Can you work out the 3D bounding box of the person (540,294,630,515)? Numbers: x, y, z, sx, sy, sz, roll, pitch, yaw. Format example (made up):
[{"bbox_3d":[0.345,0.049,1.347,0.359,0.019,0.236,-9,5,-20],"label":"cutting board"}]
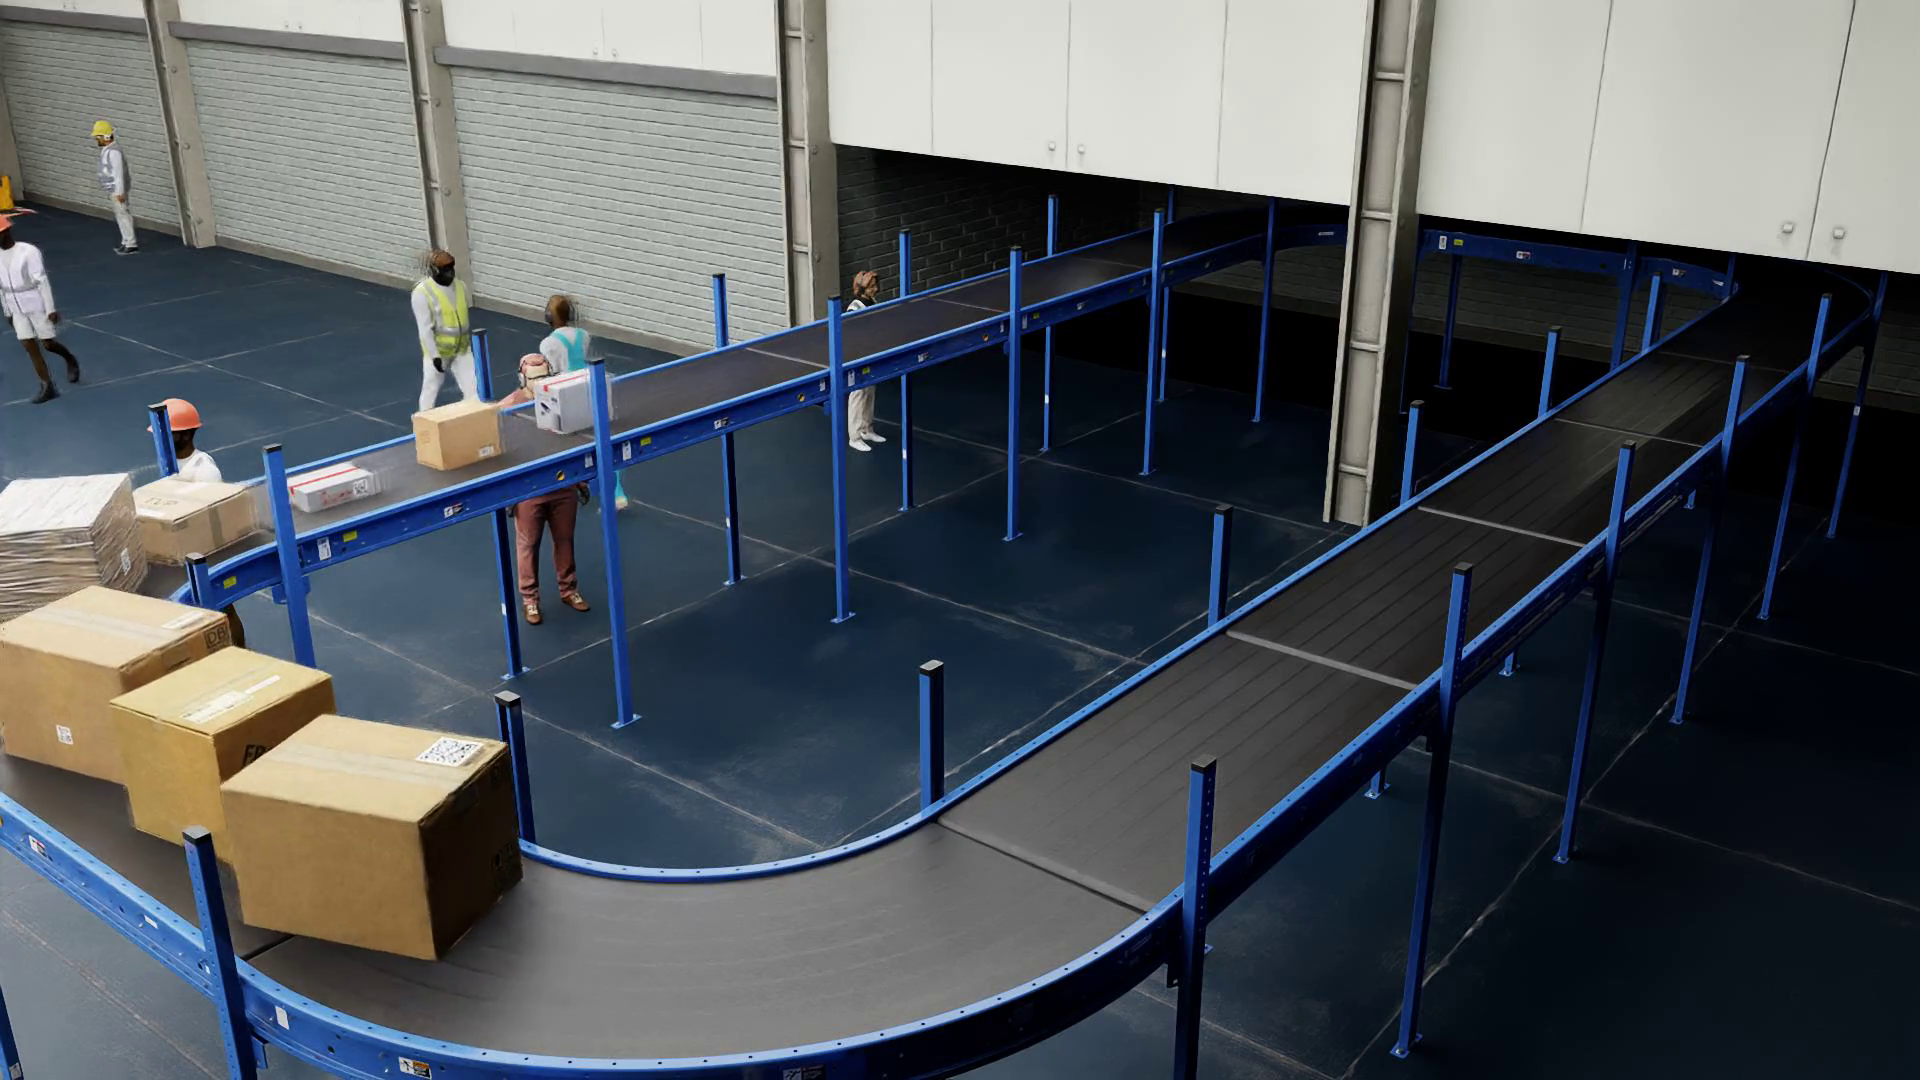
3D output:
[{"bbox_3d":[-3.116,-1.101,13.566,1.019,1.795,0.517,18,28,38],"label":"person"}]

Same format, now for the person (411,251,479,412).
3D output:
[{"bbox_3d":[-4.669,-1.737,15.169,0.985,1.795,0.639,14,26,32],"label":"person"}]

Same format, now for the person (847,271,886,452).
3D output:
[{"bbox_3d":[-0.856,-1.636,15.105,0.311,1.638,0.523,9,23,22],"label":"person"}]

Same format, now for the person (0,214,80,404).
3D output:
[{"bbox_3d":[-9.239,-2.350,16.583,0.592,1.898,0.682,3,22,7],"label":"person"}]

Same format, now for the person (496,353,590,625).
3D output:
[{"bbox_3d":[-2.862,-0.365,11.518,0.642,1.909,0.399,-15,26,-33],"label":"person"}]

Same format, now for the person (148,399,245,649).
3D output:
[{"bbox_3d":[-4.771,0.049,10.418,0.545,1.942,0.350,16,27,36],"label":"person"}]

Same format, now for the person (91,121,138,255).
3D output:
[{"bbox_3d":[-11.767,-4.904,23.160,0.403,1.825,0.606,-13,25,-31],"label":"person"}]
